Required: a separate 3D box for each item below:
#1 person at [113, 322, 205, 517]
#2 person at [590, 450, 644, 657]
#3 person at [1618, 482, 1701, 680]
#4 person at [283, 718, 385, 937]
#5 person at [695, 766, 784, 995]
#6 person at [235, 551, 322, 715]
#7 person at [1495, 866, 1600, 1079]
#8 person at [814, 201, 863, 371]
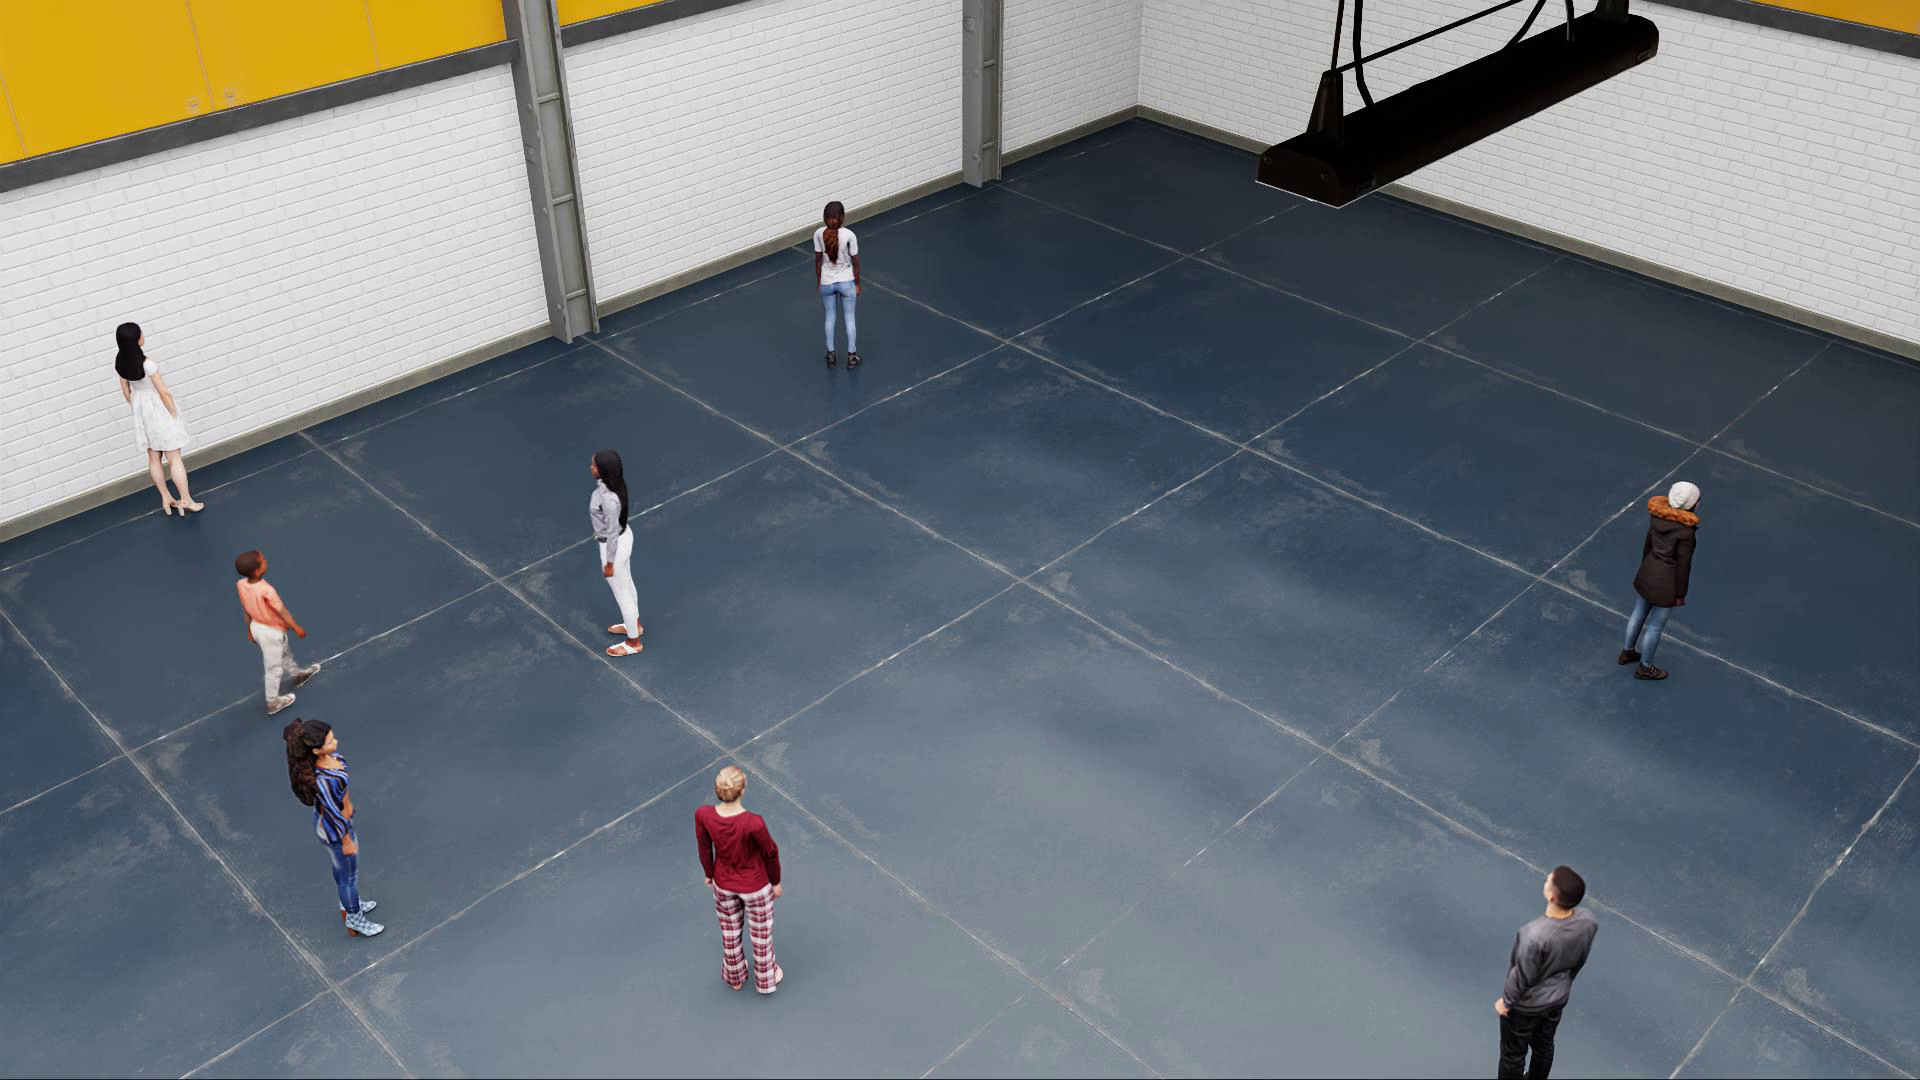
[{"bbox_3d":[-6.711,-1.006,13.875,0.764,1.774,0.791,9,35,13],"label":"person"},{"bbox_3d":[-2.543,0.069,12.301,0.712,1.725,0.671,-3,34,-5],"label":"person"},{"bbox_3d":[5.092,0.280,12.066,0.760,1.633,0.735,-9,35,-14],"label":"person"},{"bbox_3d":[-3.725,1.704,9.938,0.665,1.618,0.688,-15,36,-21],"label":"person"},{"bbox_3d":[-1.250,1.937,9.517,0.682,1.697,0.686,7,34,10],"label":"person"},{"bbox_3d":[-4.947,0.672,11.785,0.571,1.292,0.792,21,39,28],"label":"person"},{"bbox_3d":[3.048,2.394,8.772,0.610,1.760,0.752,-13,36,-18],"label":"person"},{"bbox_3d":[-1.185,-2.479,16.140,0.668,1.719,0.700,5,34,7],"label":"person"}]
